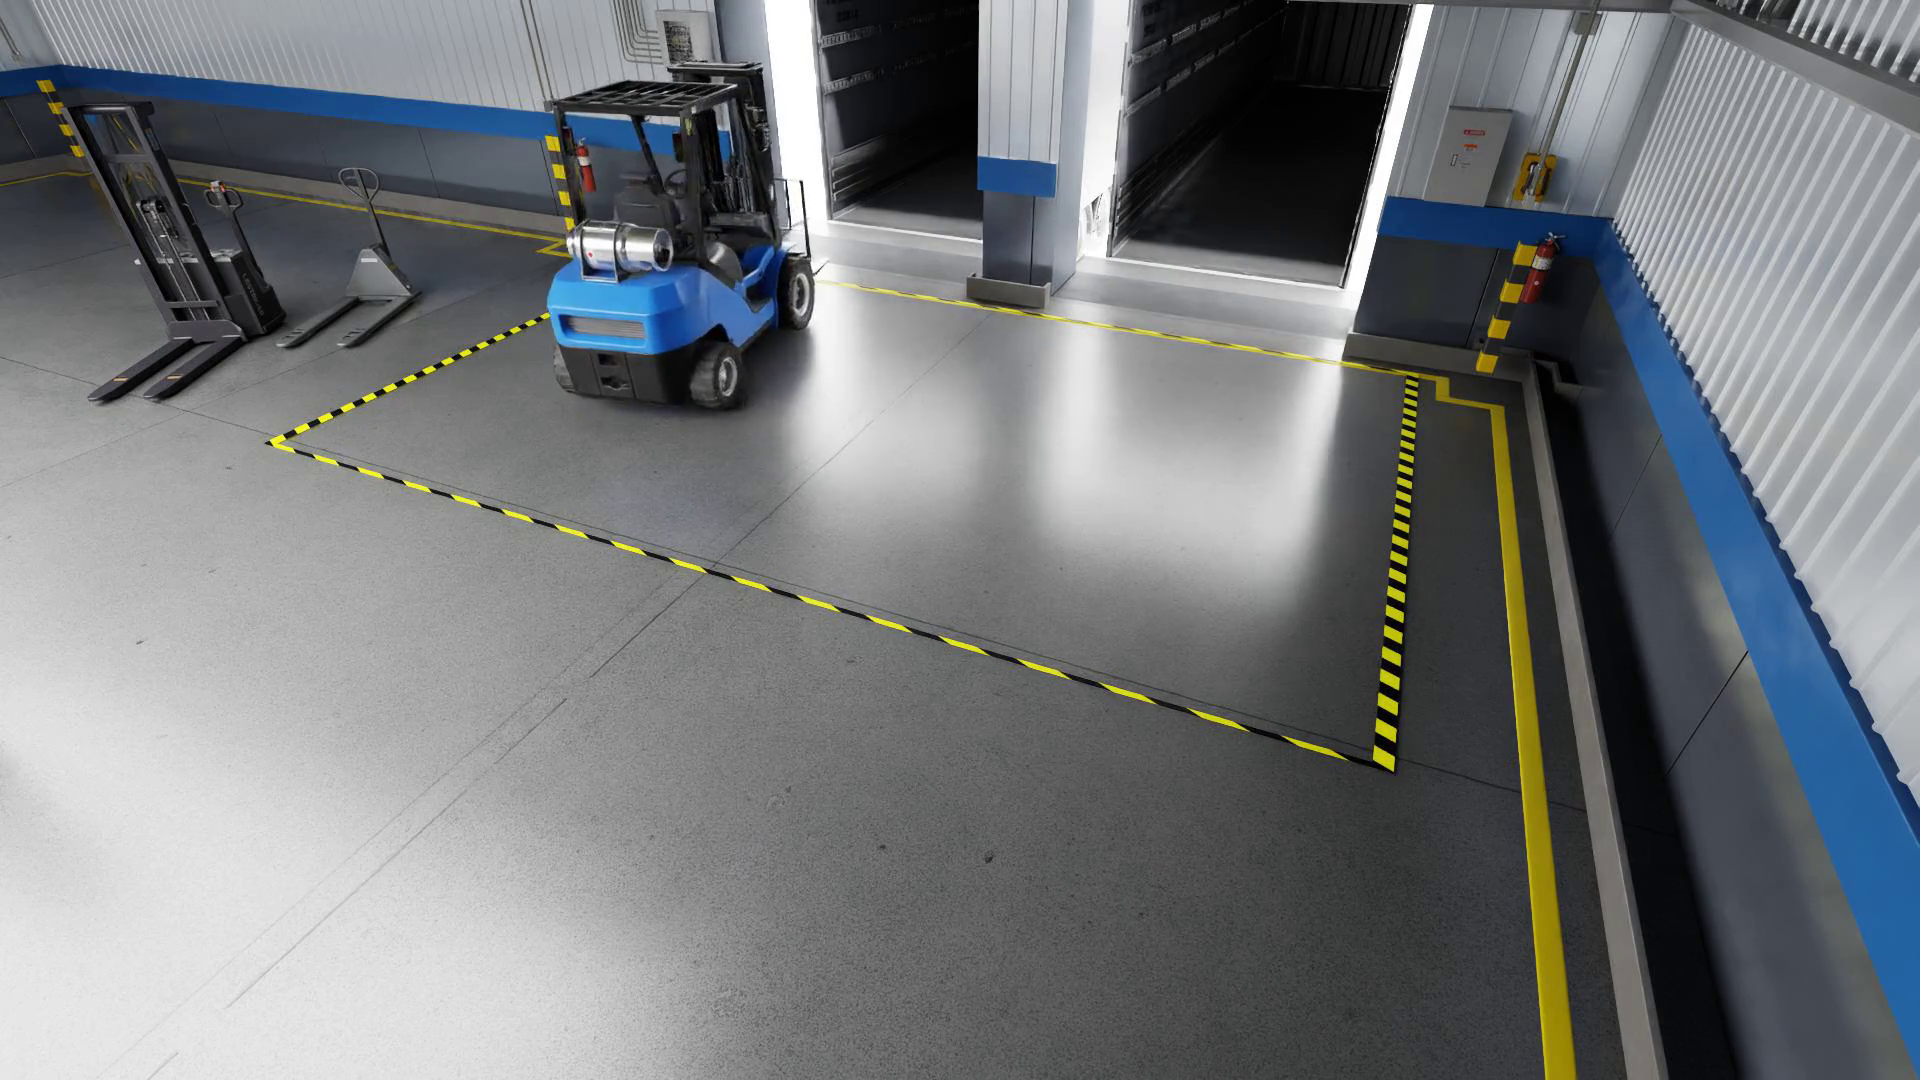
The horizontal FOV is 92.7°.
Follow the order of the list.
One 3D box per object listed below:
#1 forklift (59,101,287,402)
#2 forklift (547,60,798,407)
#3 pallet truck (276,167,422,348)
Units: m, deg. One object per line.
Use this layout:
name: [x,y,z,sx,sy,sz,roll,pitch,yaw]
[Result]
forklift: [-6.686,-2.387,7.434,0.823,1.965,1.885,-3,35,-5]
forklift: [-2.246,-2.559,7.366,1.157,2.036,2.680,7,36,11]
pallet truck: [-5.732,-2.611,8.414,0.680,1.201,1.601,-1,35,-1]
